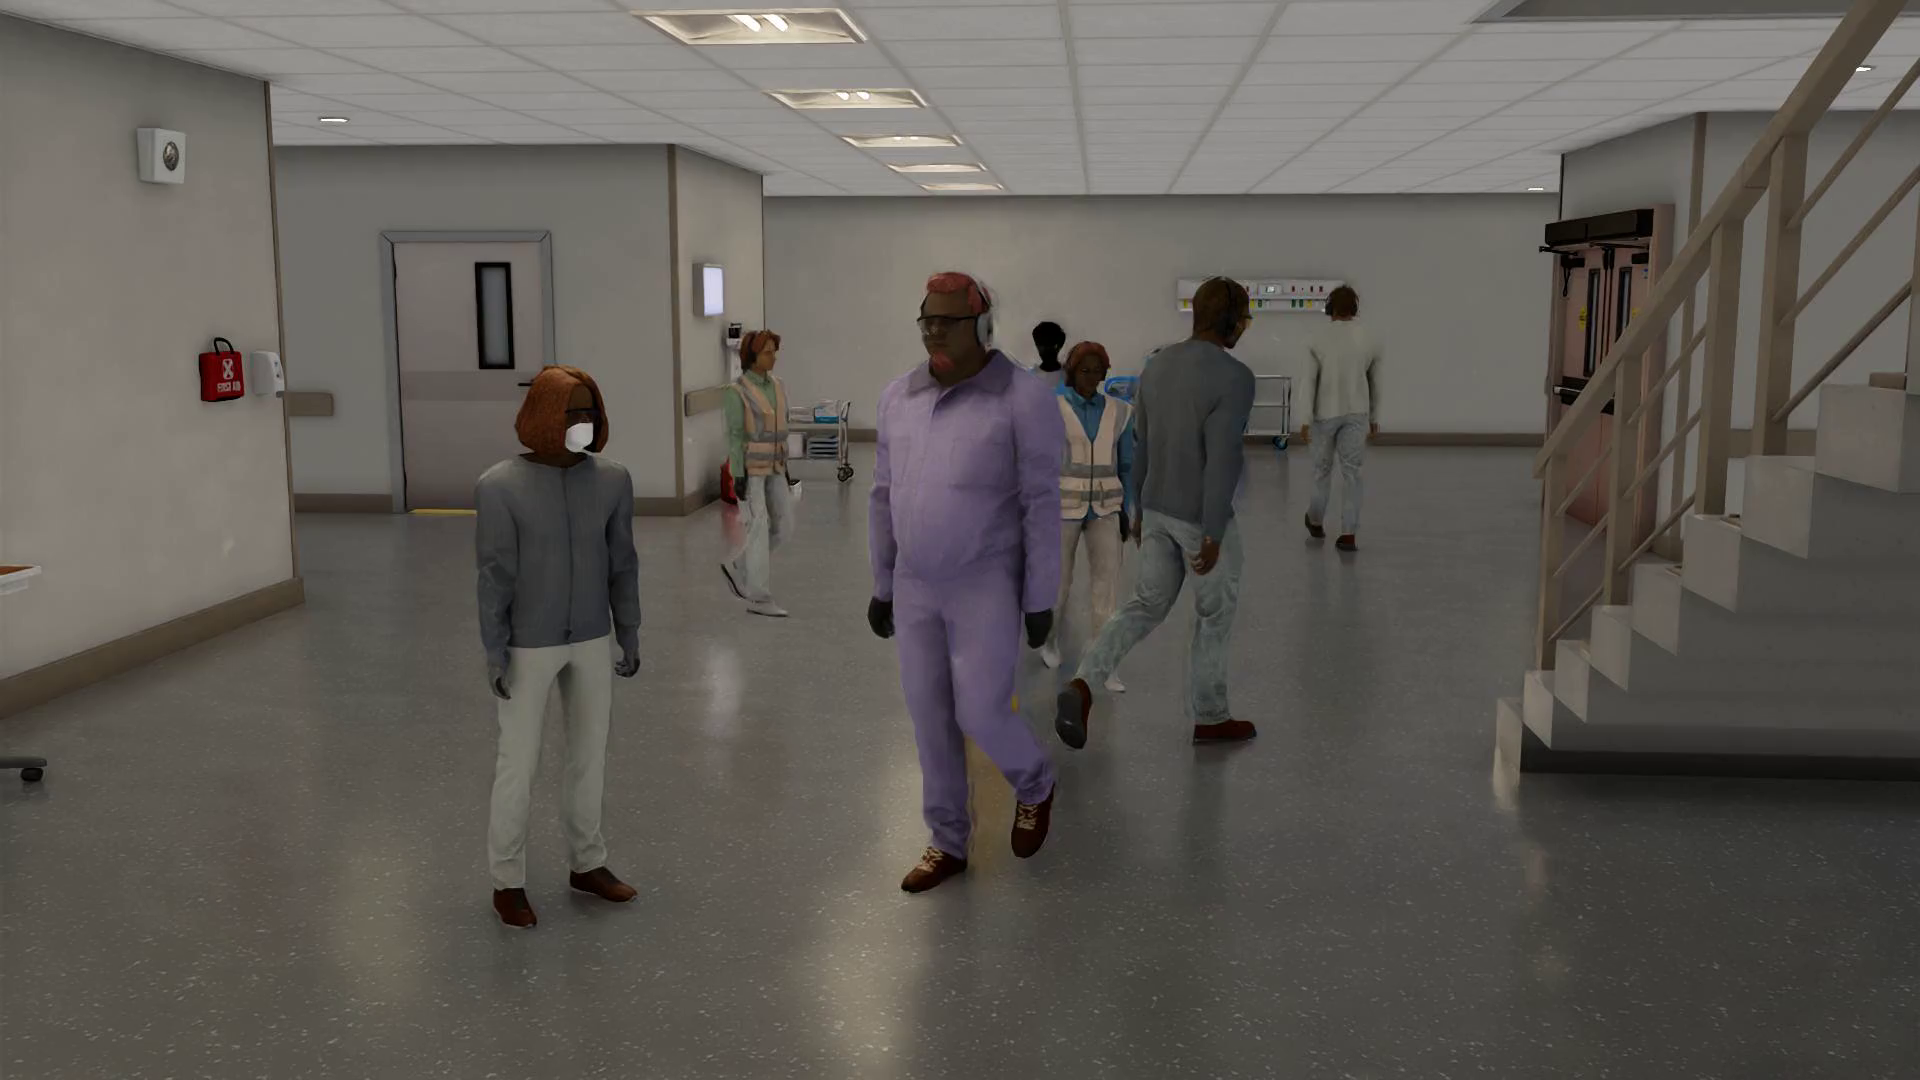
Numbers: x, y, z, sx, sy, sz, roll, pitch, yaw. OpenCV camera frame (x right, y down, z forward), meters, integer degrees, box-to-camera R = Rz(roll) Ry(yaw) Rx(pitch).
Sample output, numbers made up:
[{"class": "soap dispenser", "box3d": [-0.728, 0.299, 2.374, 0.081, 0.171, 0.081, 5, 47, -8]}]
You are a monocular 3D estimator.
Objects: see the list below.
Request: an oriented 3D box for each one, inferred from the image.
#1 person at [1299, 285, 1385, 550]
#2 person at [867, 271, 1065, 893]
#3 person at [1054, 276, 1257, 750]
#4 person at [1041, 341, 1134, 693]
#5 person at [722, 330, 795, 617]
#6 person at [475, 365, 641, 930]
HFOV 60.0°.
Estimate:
[{"class": "person", "box3d": [2.763, -0.898, 12.104, 0.650, 1.882, 1.060, 0, 8, 1]}, {"class": "person", "box3d": [0.016, 0.130, 5.114, 0.643, 1.893, 0.502, 5, 10, 33]}, {"class": "person", "box3d": [0.802, -0.080, 6.510, 0.896, 1.902, 0.654, -5, 10, -32]}, {"class": "person", "box3d": [0.550, -0.131, 7.832, 0.518, 1.613, 0.733, -2, 9, -12]}, {"class": "person", "box3d": [-1.174, -0.379, 9.450, 0.452, 1.625, 0.534, 5, 10, 31]}, {"class": "person", "box3d": [-1.159, 0.306, 4.824, 0.509, 1.623, 0.325, -7, 11, -41]}]
